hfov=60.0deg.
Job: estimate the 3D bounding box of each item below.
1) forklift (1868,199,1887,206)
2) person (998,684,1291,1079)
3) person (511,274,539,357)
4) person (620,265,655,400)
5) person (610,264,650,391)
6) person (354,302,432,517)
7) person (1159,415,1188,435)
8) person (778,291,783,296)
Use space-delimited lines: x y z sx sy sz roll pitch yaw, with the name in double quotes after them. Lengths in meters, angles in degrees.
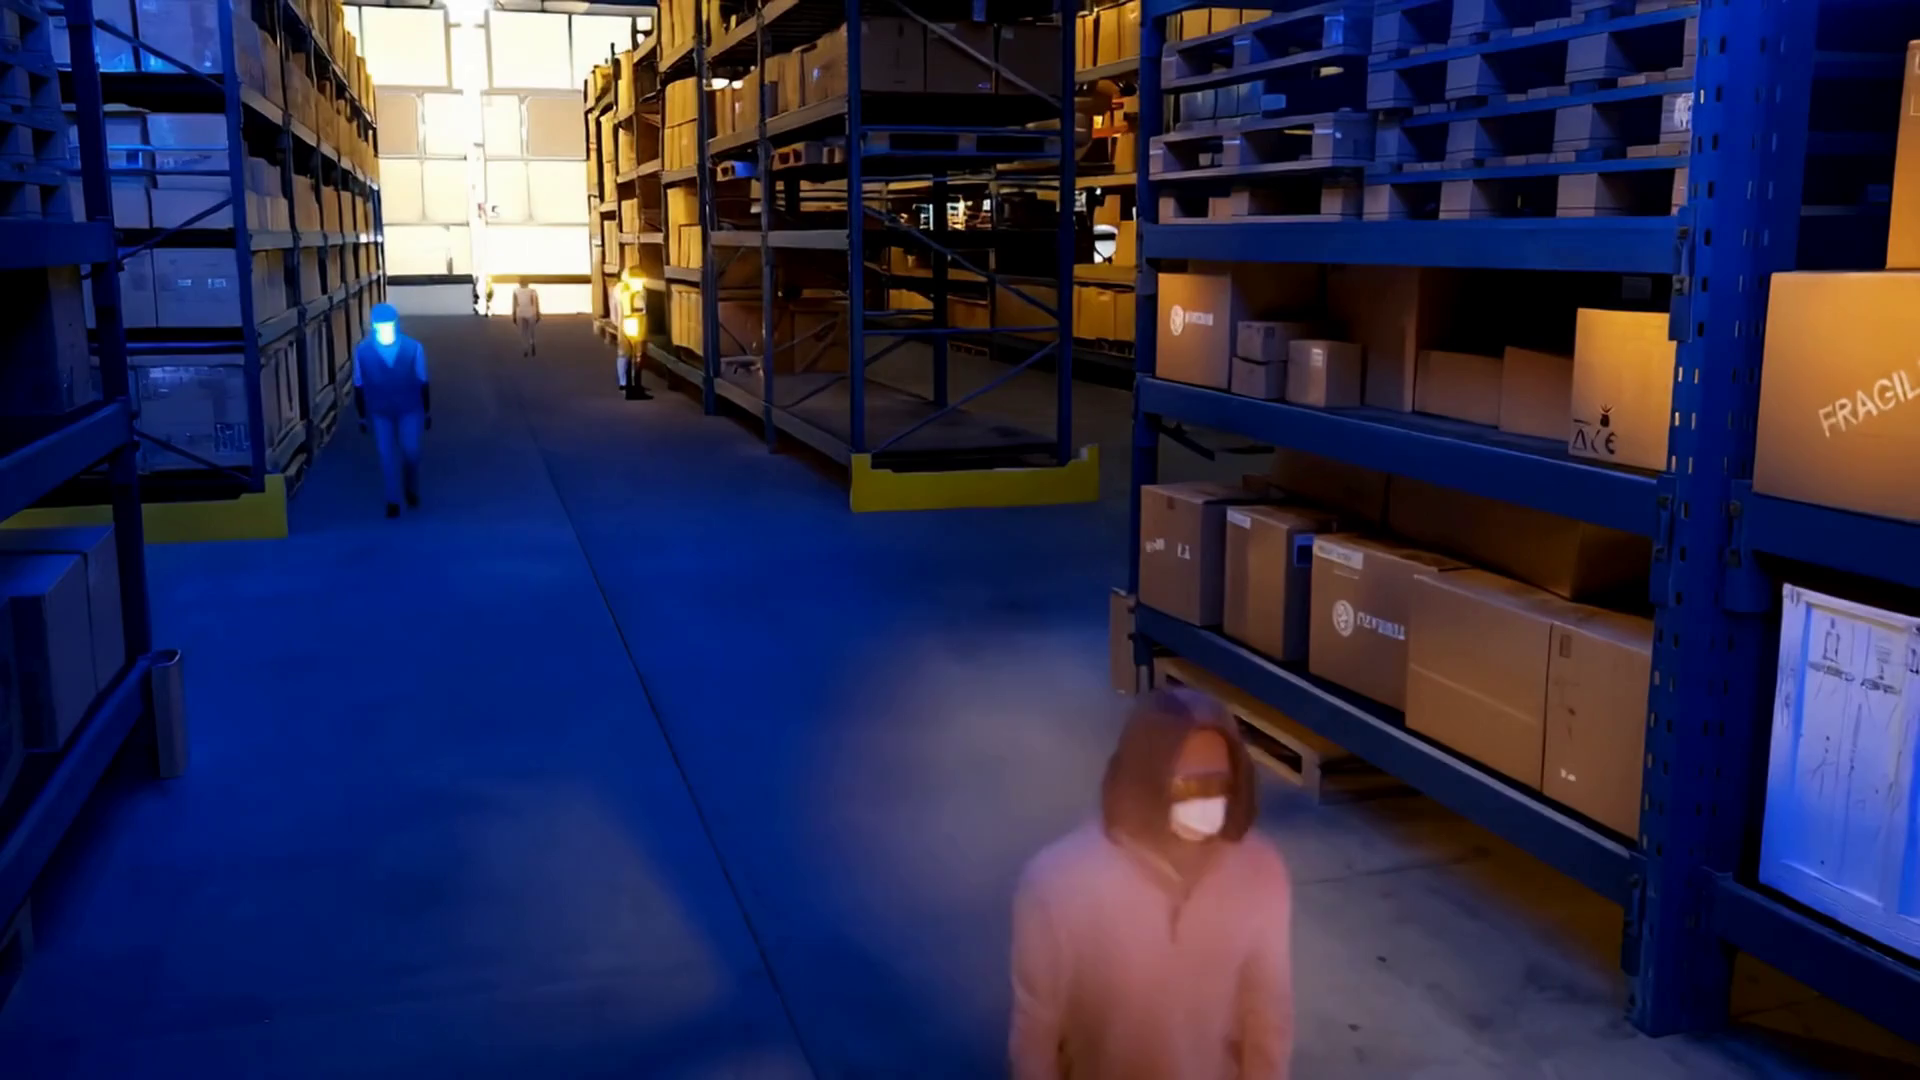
11.338 -2.915 21.052 1.129 2.768 1.873 -3 11 -17 "forklift"
0.314 1.026 2.877 0.534 1.619 0.380 -3 11 -17 "person"
-8.581 -4.436 32.867 0.536 1.602 0.793 -2 11 -11 "person"
-4.672 -2.984 24.009 0.360 1.939 0.543 -8 13 -38 "person"
-5.025 -3.214 25.289 0.628 1.935 0.373 6 12 30 "person"
-4.773 -1.095 13.996 0.614 1.809 0.438 -3 11 -17 "person"
2.512 -2.185 19.728 0.652 1.904 0.402 -2 11 -10 "person"
-4.809 -6.457 43.128 0.917 1.916 0.624 -4 11 -22 "person"
